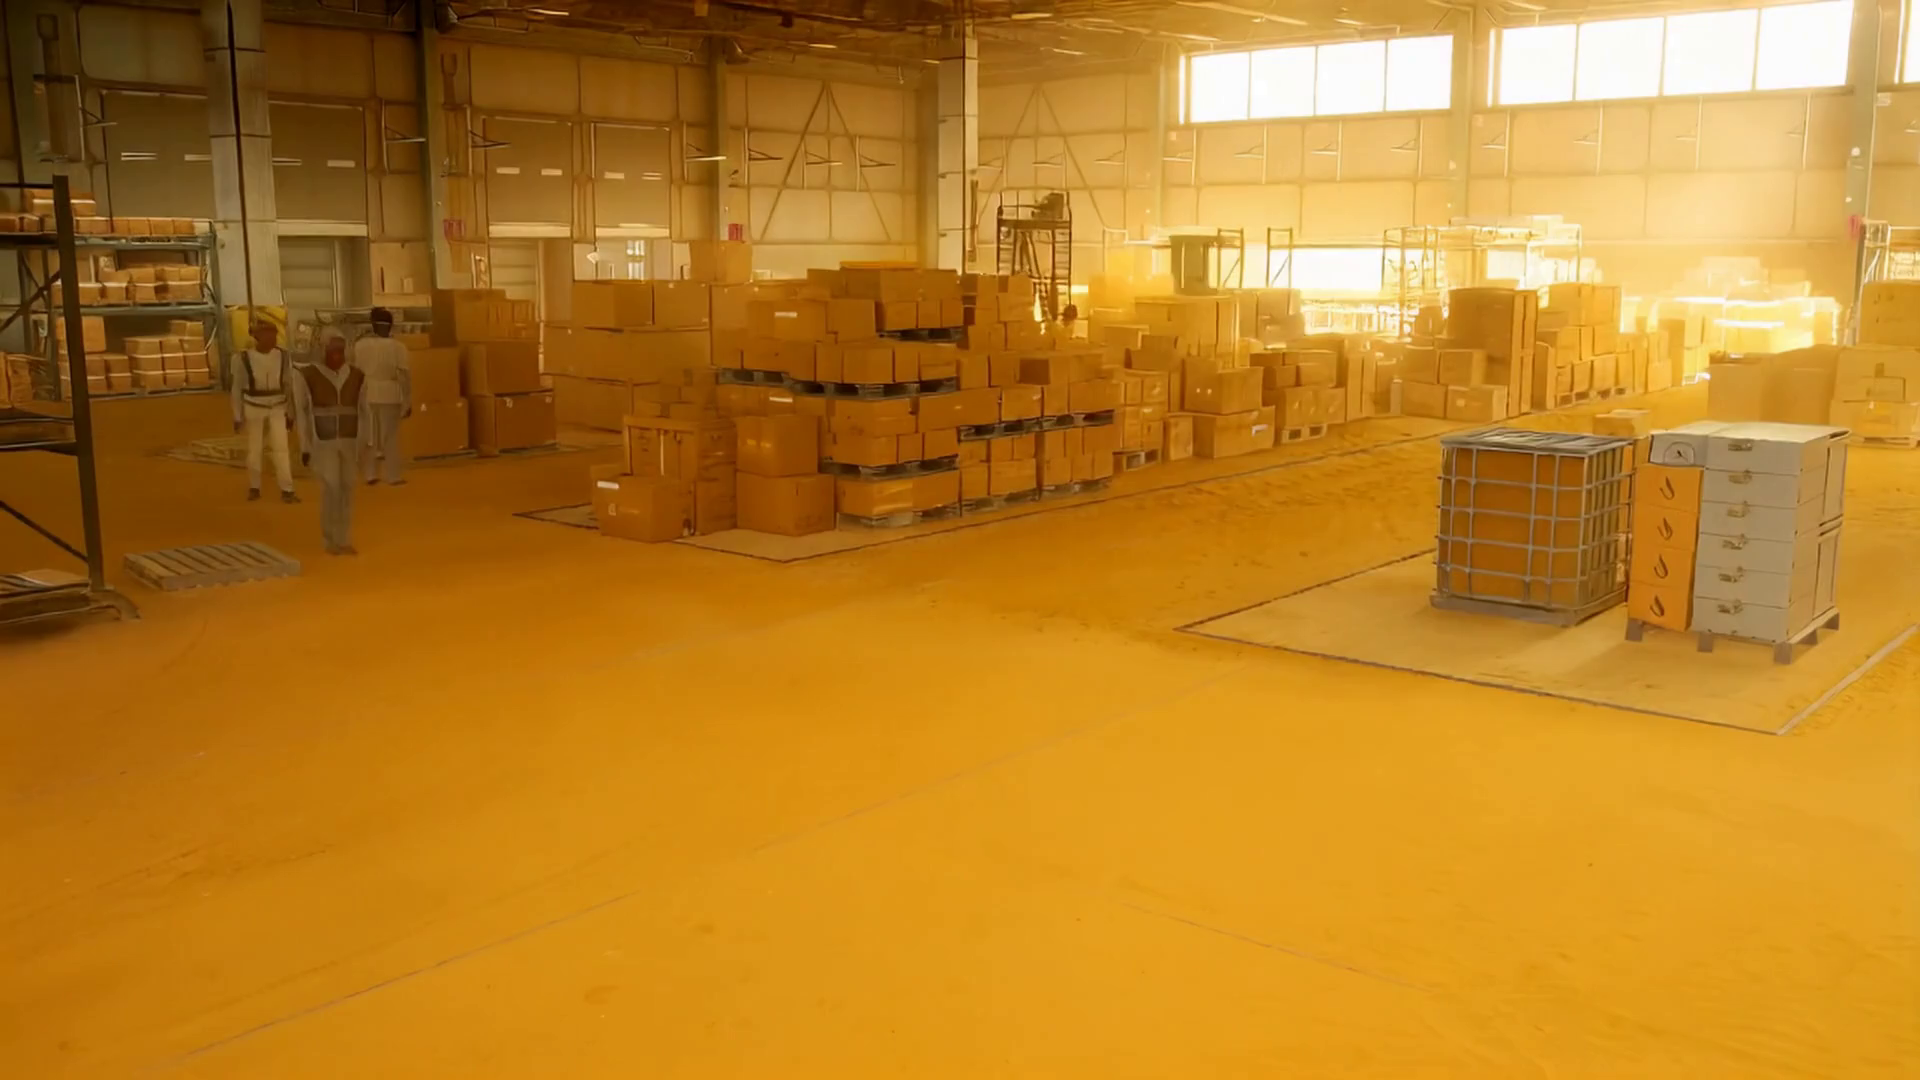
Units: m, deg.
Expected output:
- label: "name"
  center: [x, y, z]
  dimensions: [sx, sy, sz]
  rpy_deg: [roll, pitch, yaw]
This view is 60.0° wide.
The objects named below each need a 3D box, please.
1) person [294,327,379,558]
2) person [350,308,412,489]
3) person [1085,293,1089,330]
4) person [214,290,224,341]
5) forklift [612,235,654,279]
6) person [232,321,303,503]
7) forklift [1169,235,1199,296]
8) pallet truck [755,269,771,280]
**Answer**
- label: "person"
  center: [-5.115, -0.798, 13.698]
  dimensions: [0.492, 1.904, 0.608]
  rpy_deg: [8, 13, 39]
- label: "person"
  center: [-6.178, -1.502, 17.709]
  dimensions: [0.651, 1.913, 0.421]
  rpy_deg: [-2, 10, -11]
- label: "person"
  center: [2.989, -4.715, 35.973]
  dimensions: [0.435, 1.924, 0.646]
  rpy_deg: [-7, 12, -35]
- label: "person"
  center: [-15.329, -4.406, 34.899]
  dimensions: [0.768, 1.666, 0.552]
  rpy_deg: [-8, 13, -37]
- label: "forklift"
  center: [-7.300, -5.450, 37.421]
  dimensions: [1.873, 2.768, 1.129]
  rpy_deg: [8, 13, 40]
- label: "person"
  center: [-6.938, -1.261, 16.614]
  dimensions: [0.608, 1.836, 0.819]
  rpy_deg: [-8, 13, -39]
- label: "forklift"
  center: [5.022, -5.455, 37.453]
  dimensions: [1.873, 2.768, 1.129]
  rpy_deg: [7, 12, 33]
- label: "pallet truck"
  center: [-4.996, -6.432, 45.525]
  dimensions: [1.885, 1.965, 0.823]
  rpy_deg: [-6, 12, -32]
